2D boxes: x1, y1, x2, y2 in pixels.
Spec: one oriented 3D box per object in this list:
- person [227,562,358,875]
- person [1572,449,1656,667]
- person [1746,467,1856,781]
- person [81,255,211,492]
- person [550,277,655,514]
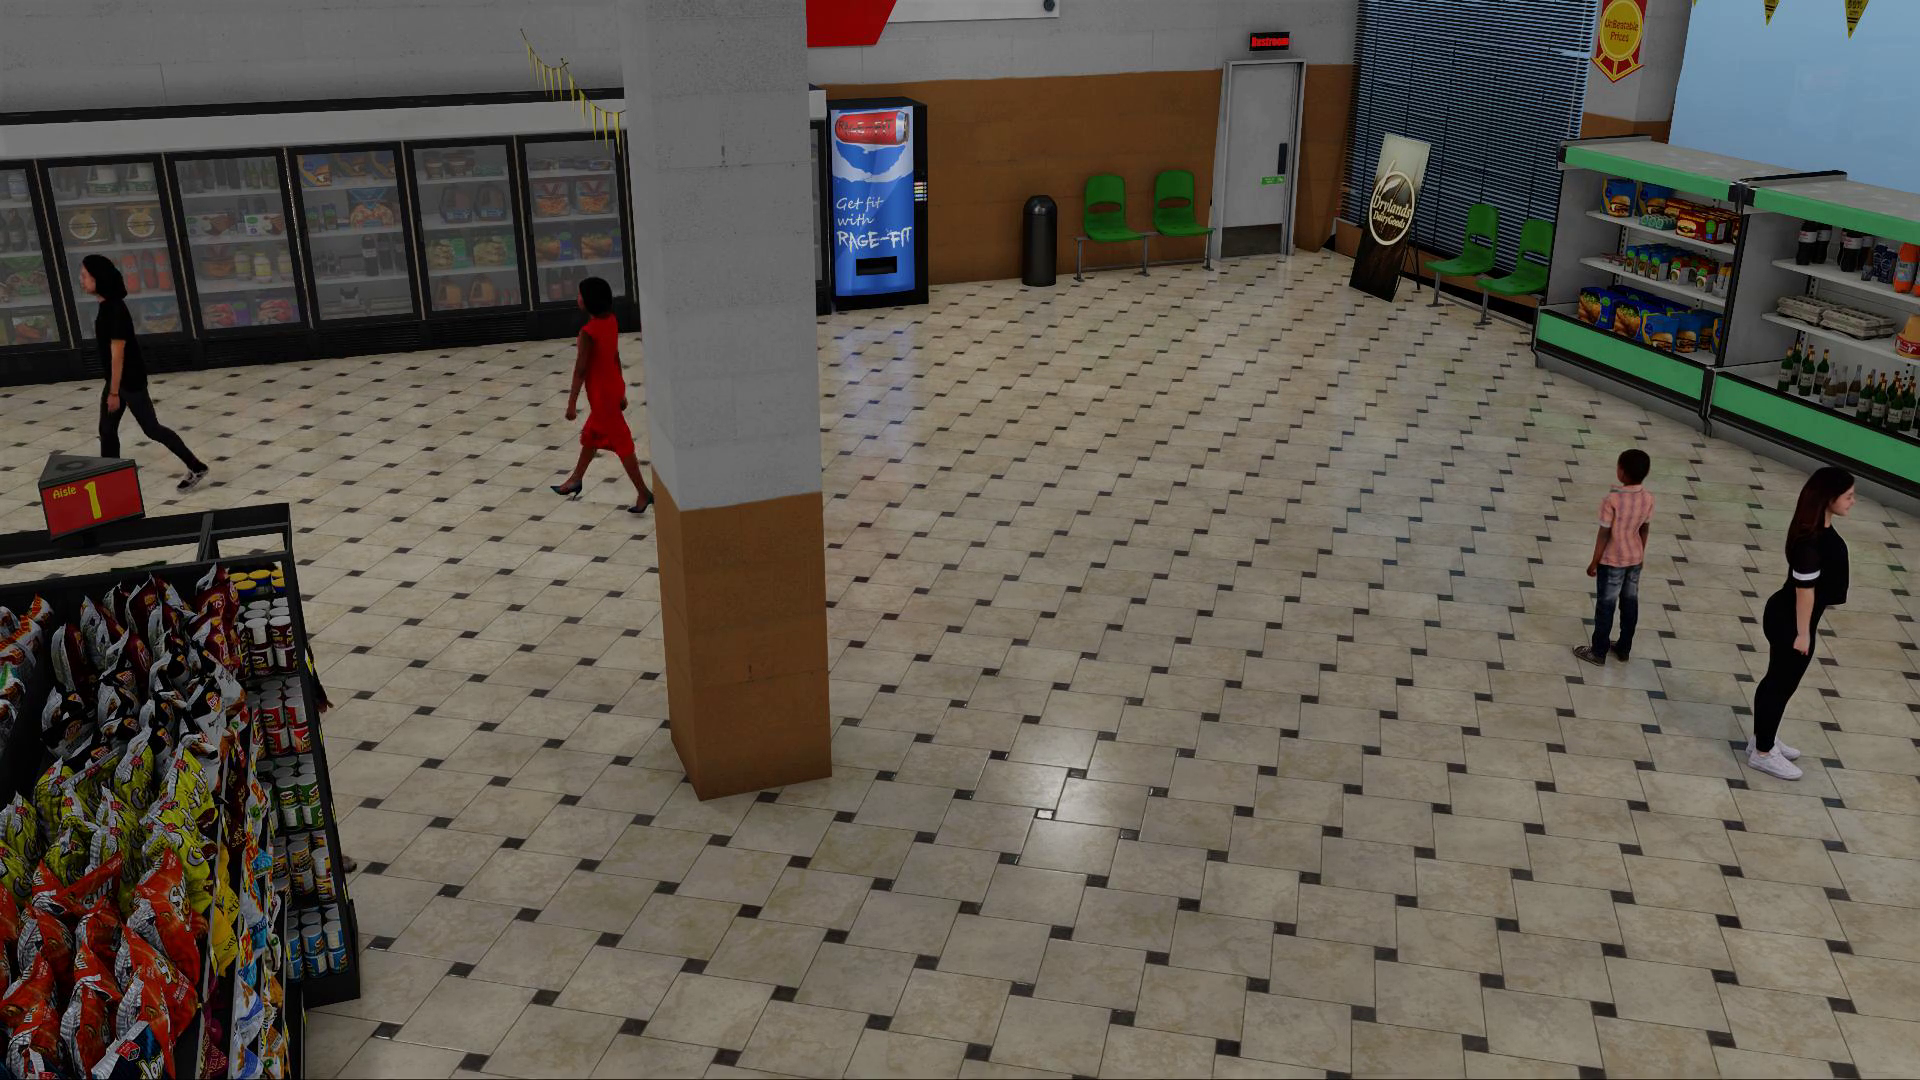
[{"bbox_3d":[-3.178,0.816,7.439,1.012,1.583,0.938,1,22,2],"label":"person"},{"bbox_3d":[3.811,0.100,9.588,0.522,1.308,0.505,-5,22,-13],"label":"person"},{"bbox_3d":[4.222,0.400,8.398,0.771,1.639,0.711,10,24,23],"label":"person"},{"bbox_3d":[-5.957,-1.163,12.071,0.979,1.799,1.162,-17,28,-37],"label":"person"},{"bbox_3d":[-2.415,-0.963,11.704,1.043,1.702,1.098,5,22,13],"label":"person"}]
